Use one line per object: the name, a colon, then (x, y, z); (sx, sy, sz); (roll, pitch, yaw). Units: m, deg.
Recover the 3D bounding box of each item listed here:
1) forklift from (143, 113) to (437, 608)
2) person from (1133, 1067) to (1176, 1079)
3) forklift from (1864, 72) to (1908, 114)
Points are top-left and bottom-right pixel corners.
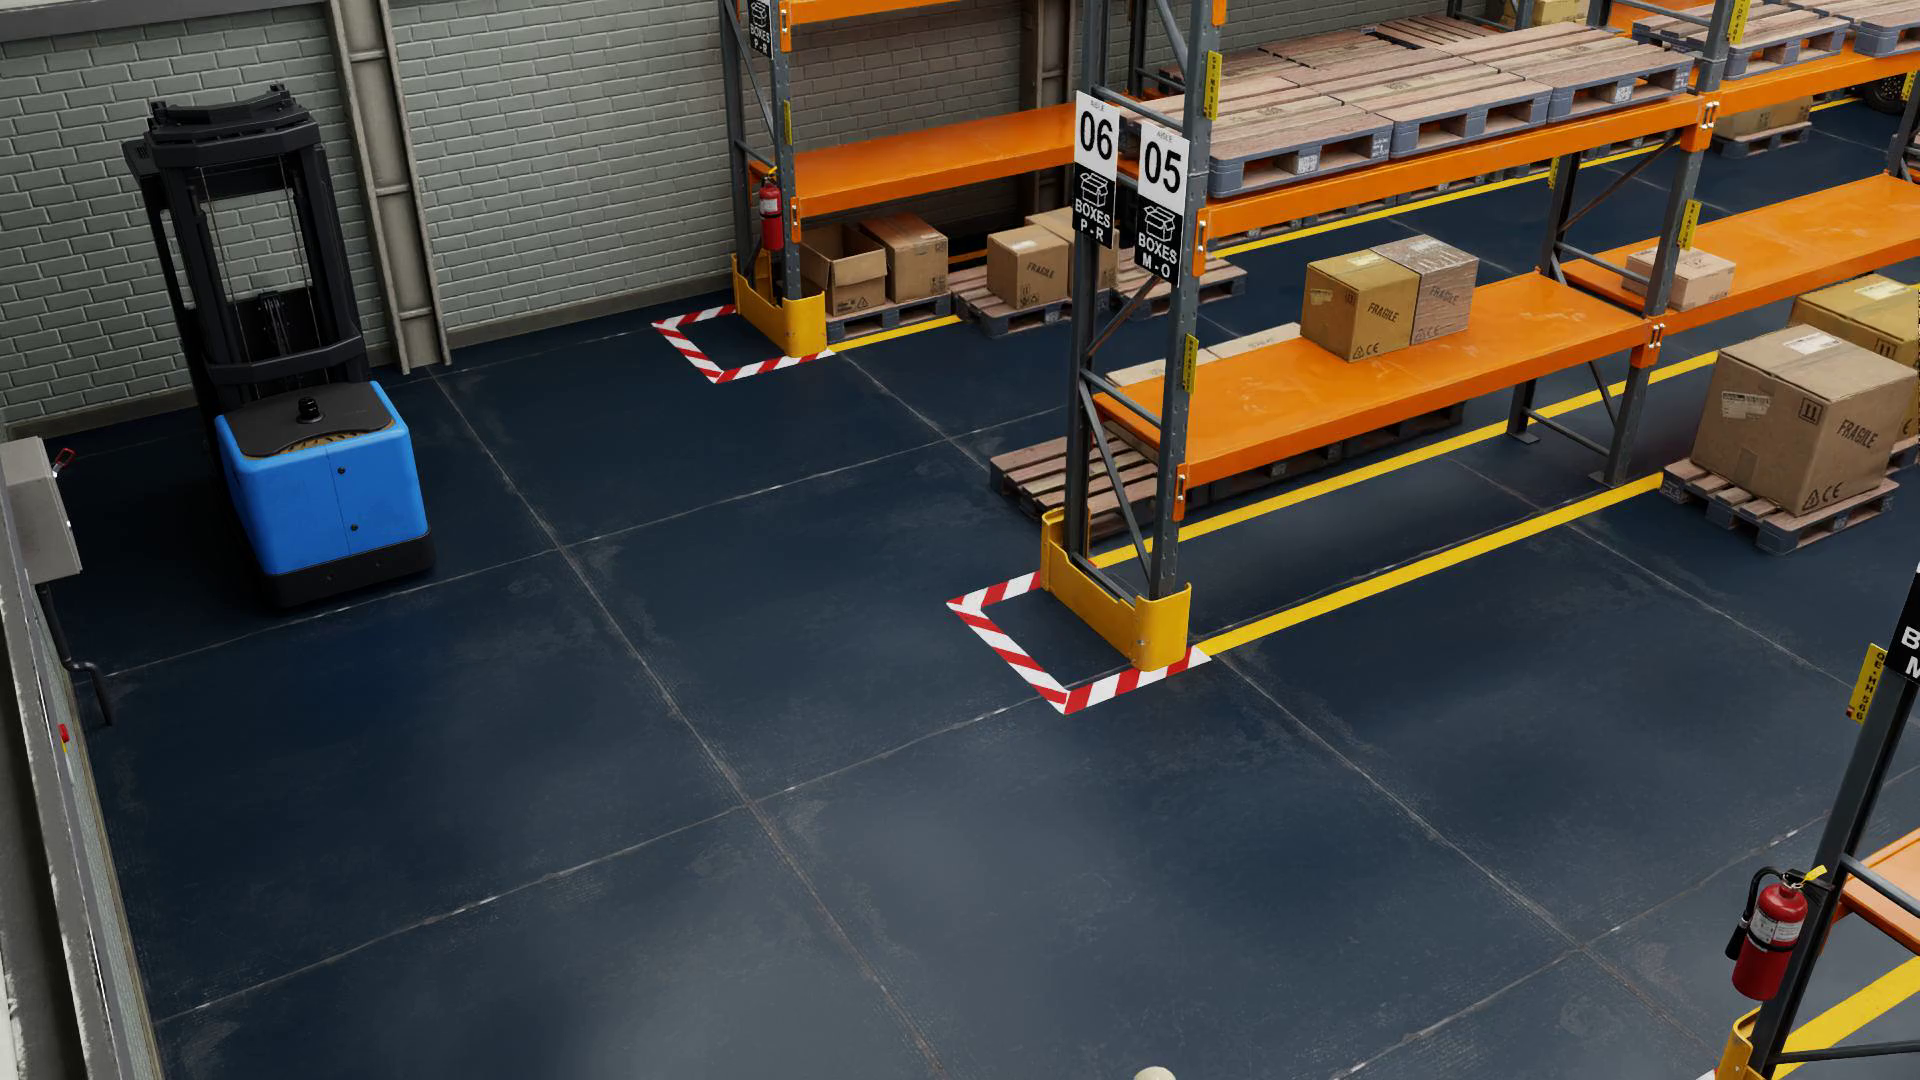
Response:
forklift: (-4.289, -1.259, 10.509); (1.129, 2.768, 1.873); (-17, 36, -26)
person: (0.586, 2.397, 5.610); (0.587, 1.798, 0.395); (-19, 36, -27)
forklift: (11.468, -5.645, 18.244); (1.214, 2.155, 2.313); (-17, 36, -26)
